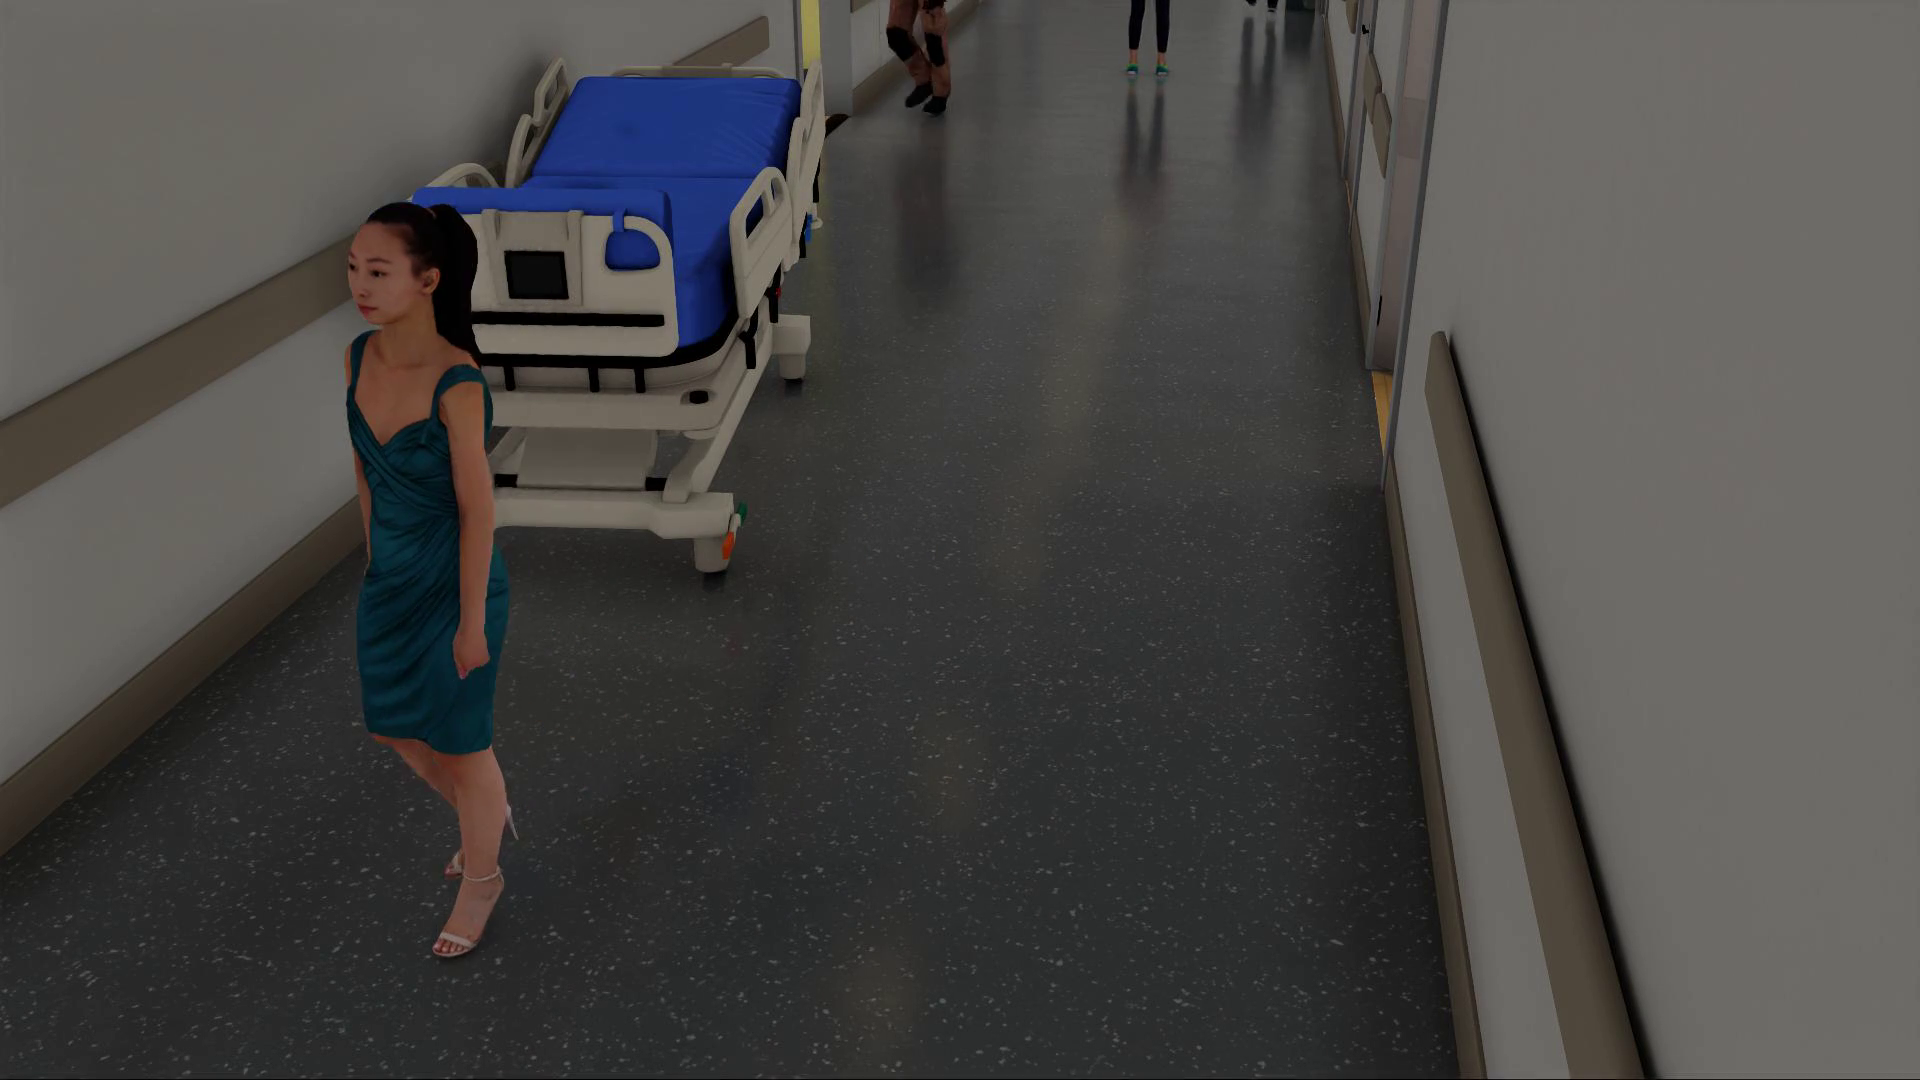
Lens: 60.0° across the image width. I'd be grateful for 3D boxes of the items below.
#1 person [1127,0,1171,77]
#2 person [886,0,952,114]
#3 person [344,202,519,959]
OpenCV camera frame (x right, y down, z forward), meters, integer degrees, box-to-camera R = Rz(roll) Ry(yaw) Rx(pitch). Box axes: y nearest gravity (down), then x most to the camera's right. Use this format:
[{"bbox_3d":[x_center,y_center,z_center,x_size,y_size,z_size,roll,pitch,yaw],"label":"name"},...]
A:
[{"bbox_3d":[1.537,-4.598,13.279,0.462,1.702,0.642,5,26,10],"label":"person"},{"bbox_3d":[-0.250,-4.029,11.864,0.799,1.904,0.955,14,29,27],"label":"person"},{"bbox_3d":[-1.080,0.099,3.562,0.637,1.679,0.752,17,30,31],"label":"person"}]
